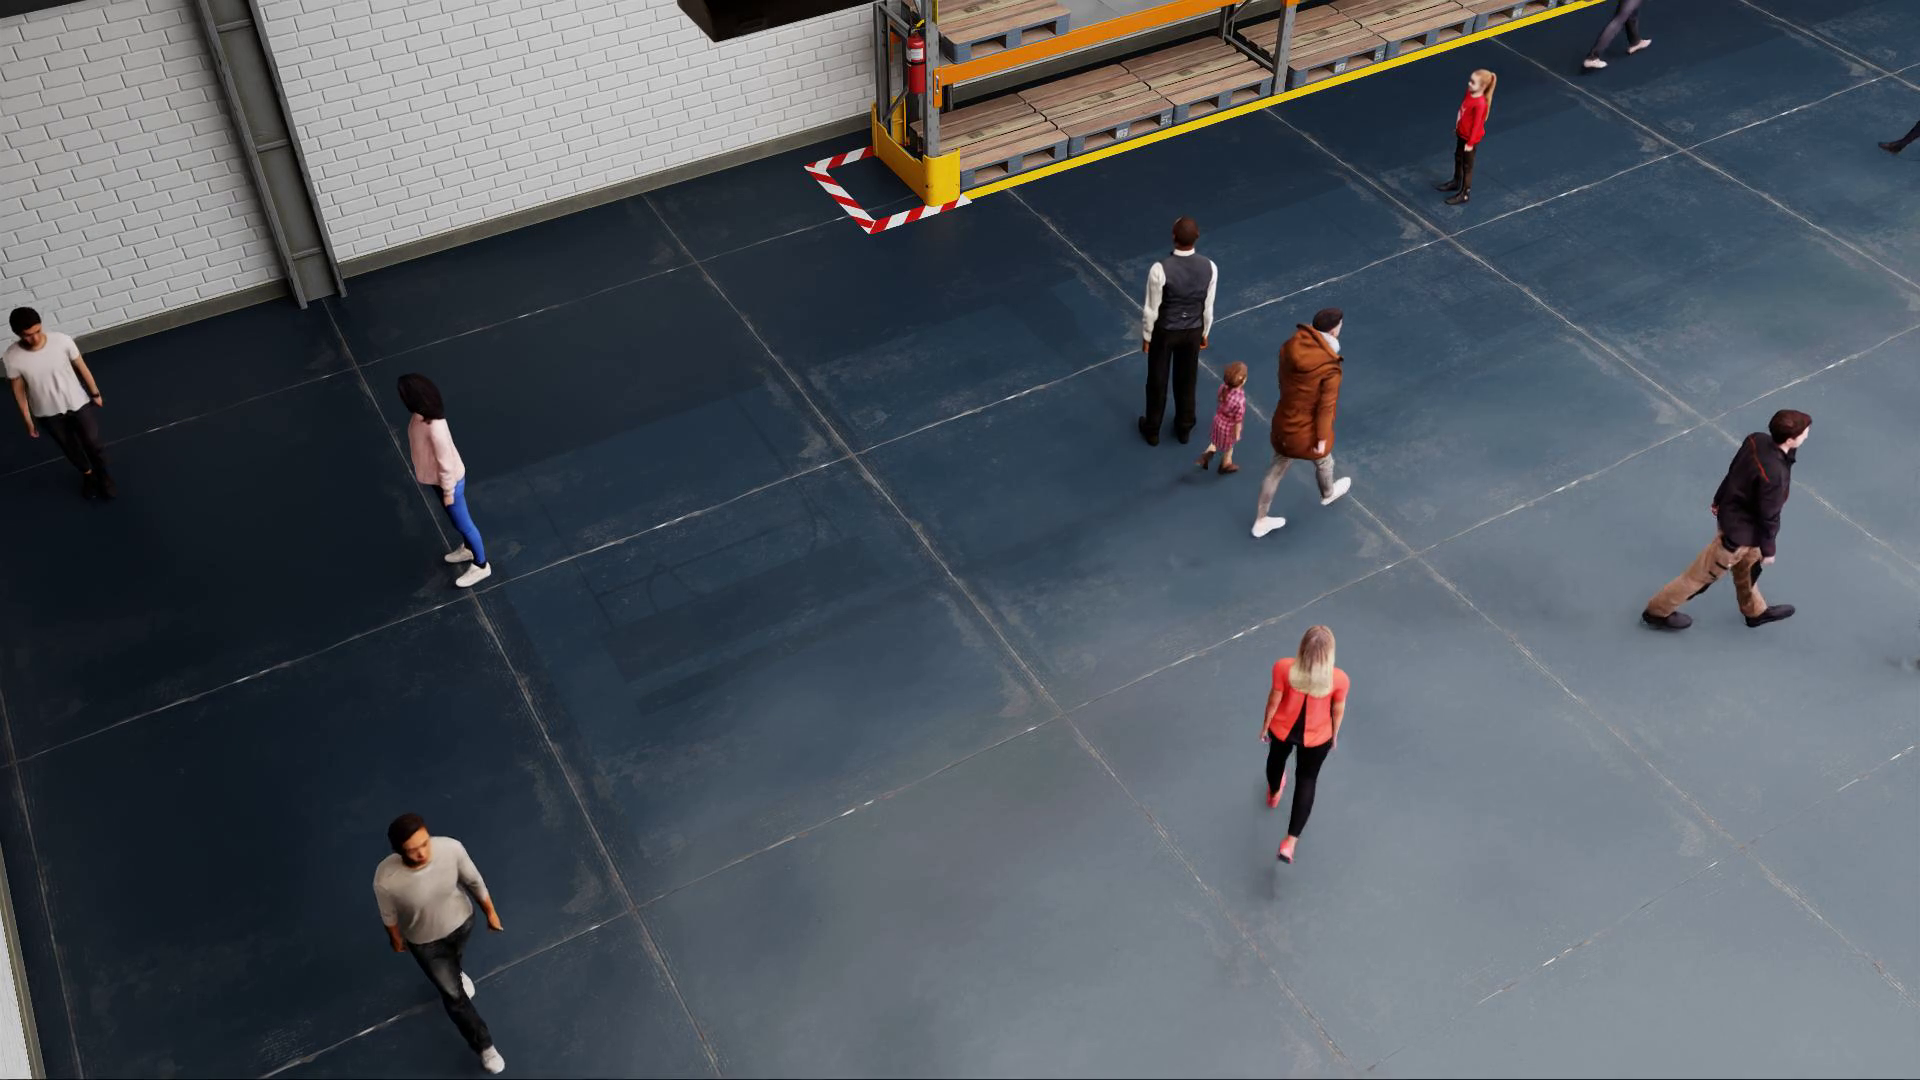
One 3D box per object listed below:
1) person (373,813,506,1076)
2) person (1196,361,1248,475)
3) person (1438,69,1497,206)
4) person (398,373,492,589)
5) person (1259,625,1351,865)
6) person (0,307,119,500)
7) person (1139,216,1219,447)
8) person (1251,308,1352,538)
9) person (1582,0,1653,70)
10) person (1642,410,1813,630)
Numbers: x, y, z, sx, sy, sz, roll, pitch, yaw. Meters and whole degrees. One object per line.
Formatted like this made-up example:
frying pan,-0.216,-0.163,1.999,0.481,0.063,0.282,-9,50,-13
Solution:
person,-2.782,1.947,8.738,1.091,1.775,0.865,-30,51,-28
person,1.929,-0.867,12.245,0.575,1.012,0.434,-20,47,-20
person,4.584,-3.647,14.969,0.577,1.279,0.556,-5,44,-5
person,-3.473,-0.425,11.232,0.550,1.768,0.653,-19,47,-19
person,1.949,1.179,9.618,1.014,1.673,1.094,12,45,12
person,-6.446,-1.037,11.924,0.596,1.701,0.761,-13,45,-13
person,1.596,-1.521,12.276,0.660,1.916,0.823,-6,44,-6
person,2.305,-0.736,11.548,1.137,1.784,0.846,-25,49,-24
person,6.674,-5.537,16.593,1.212,1.776,0.736,-20,47,-20
person,4.955,-0.068,10.785,1.310,1.870,1.173,5,44,5
